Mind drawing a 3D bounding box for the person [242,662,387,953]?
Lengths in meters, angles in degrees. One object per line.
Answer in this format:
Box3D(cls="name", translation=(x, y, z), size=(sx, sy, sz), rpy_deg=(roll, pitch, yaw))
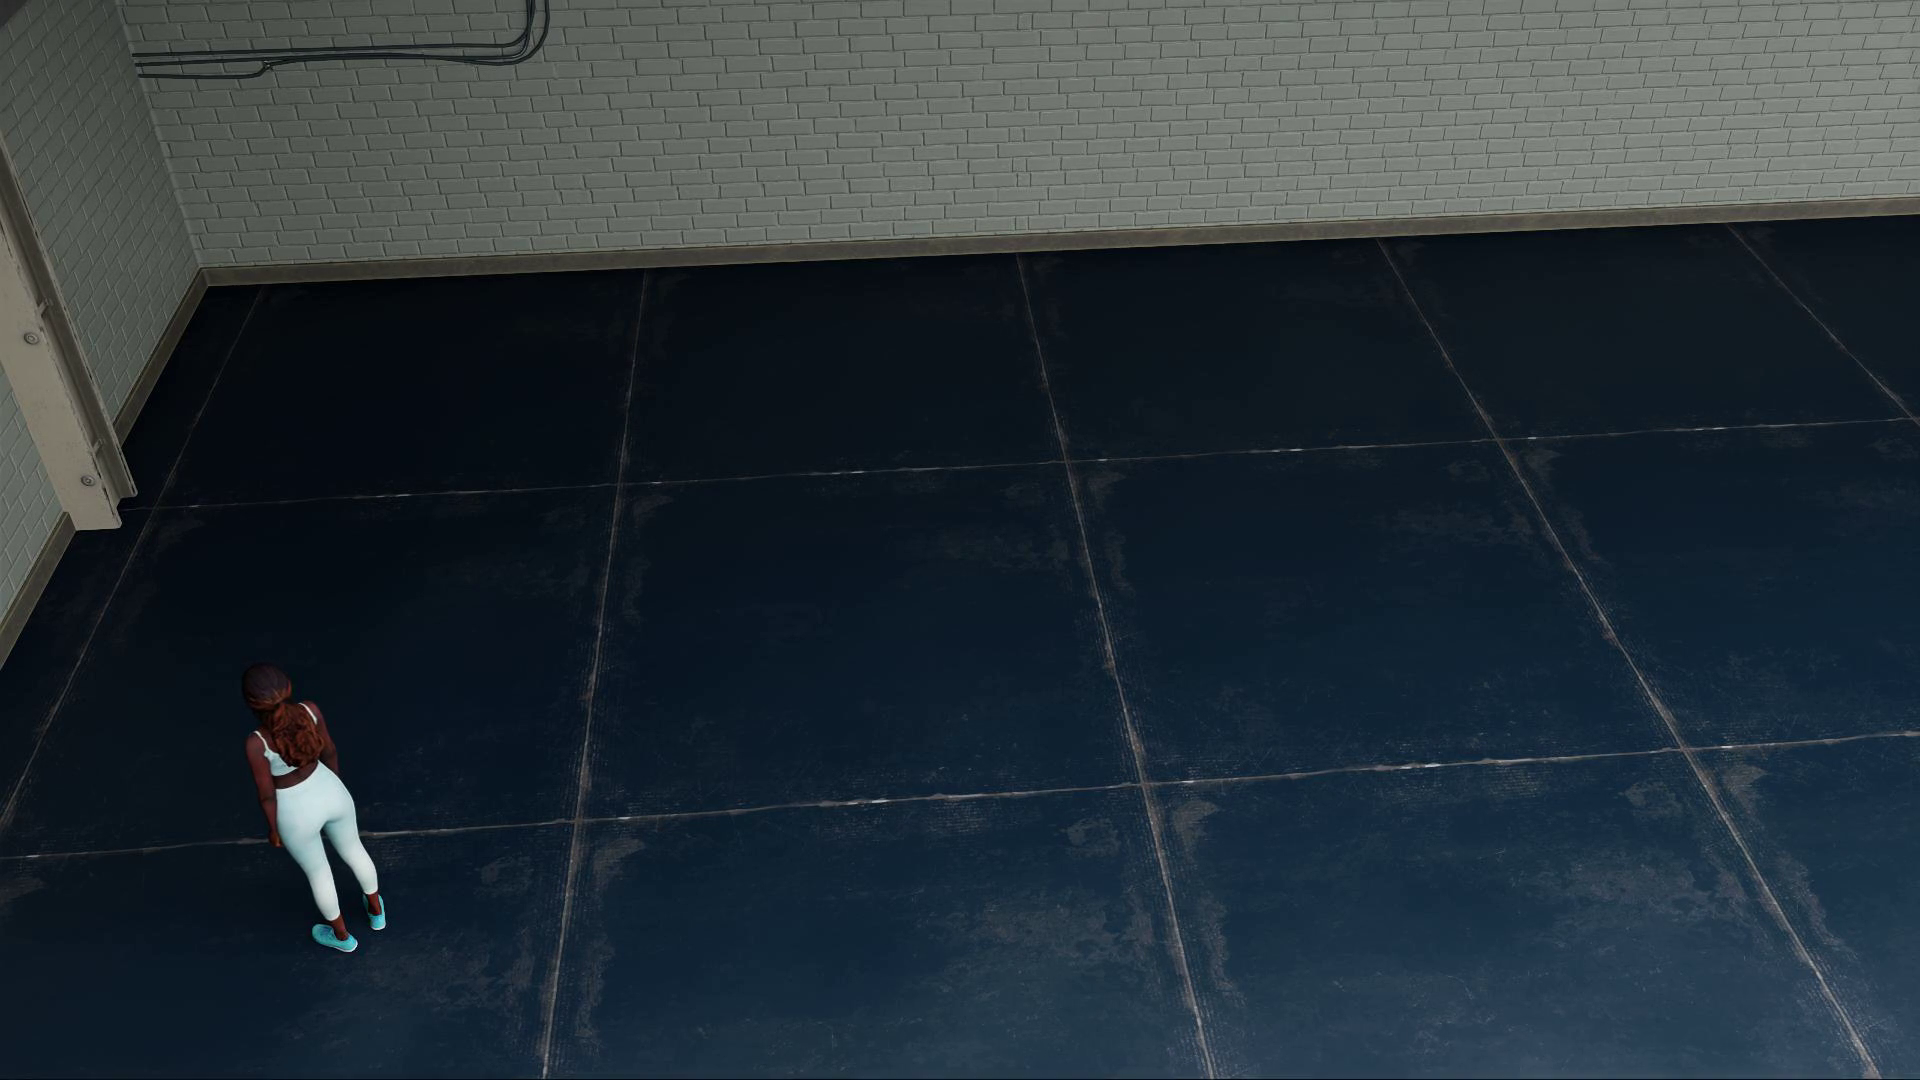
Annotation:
Box3D(cls="person", translation=(-2.971, 1.229, 7.611), size=(0.711, 1.724, 0.647), rpy_deg=(26, 45, 29))
